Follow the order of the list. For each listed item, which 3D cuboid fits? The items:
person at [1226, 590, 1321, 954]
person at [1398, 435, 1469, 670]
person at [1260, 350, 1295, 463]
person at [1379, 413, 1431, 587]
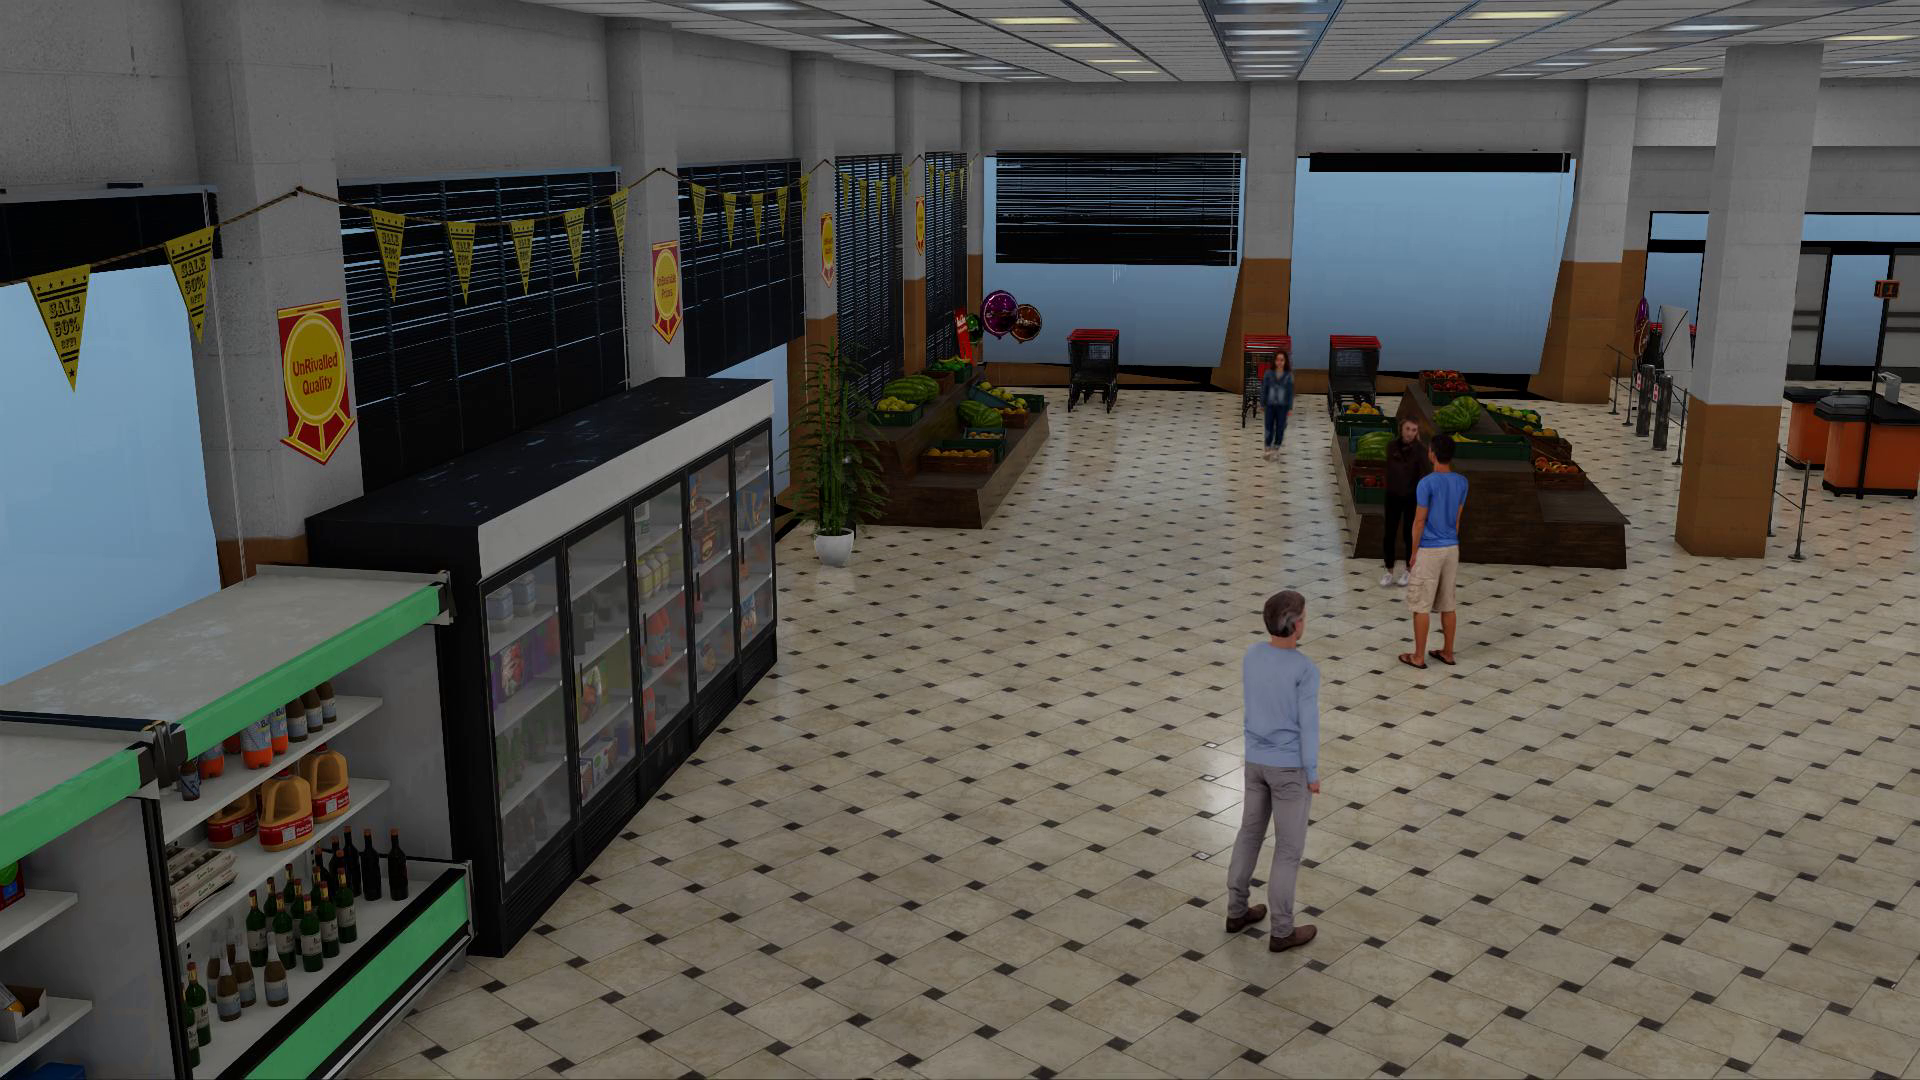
[{"bbox_3d":[1.646,1.184,8.665,0.787,1.886,0.728,-9,17,-34],"label":"person"},{"bbox_3d":[3.799,0.088,13.240,0.737,1.861,0.768,-7,15,-26],"label":"person"},{"bbox_3d":[4.131,-1.733,21.621,0.625,1.448,0.973,4,14,15],"label":"person"},{"bbox_3d":[4.169,-0.370,15.544,0.773,1.665,0.854,12,18,41],"label":"person"}]
